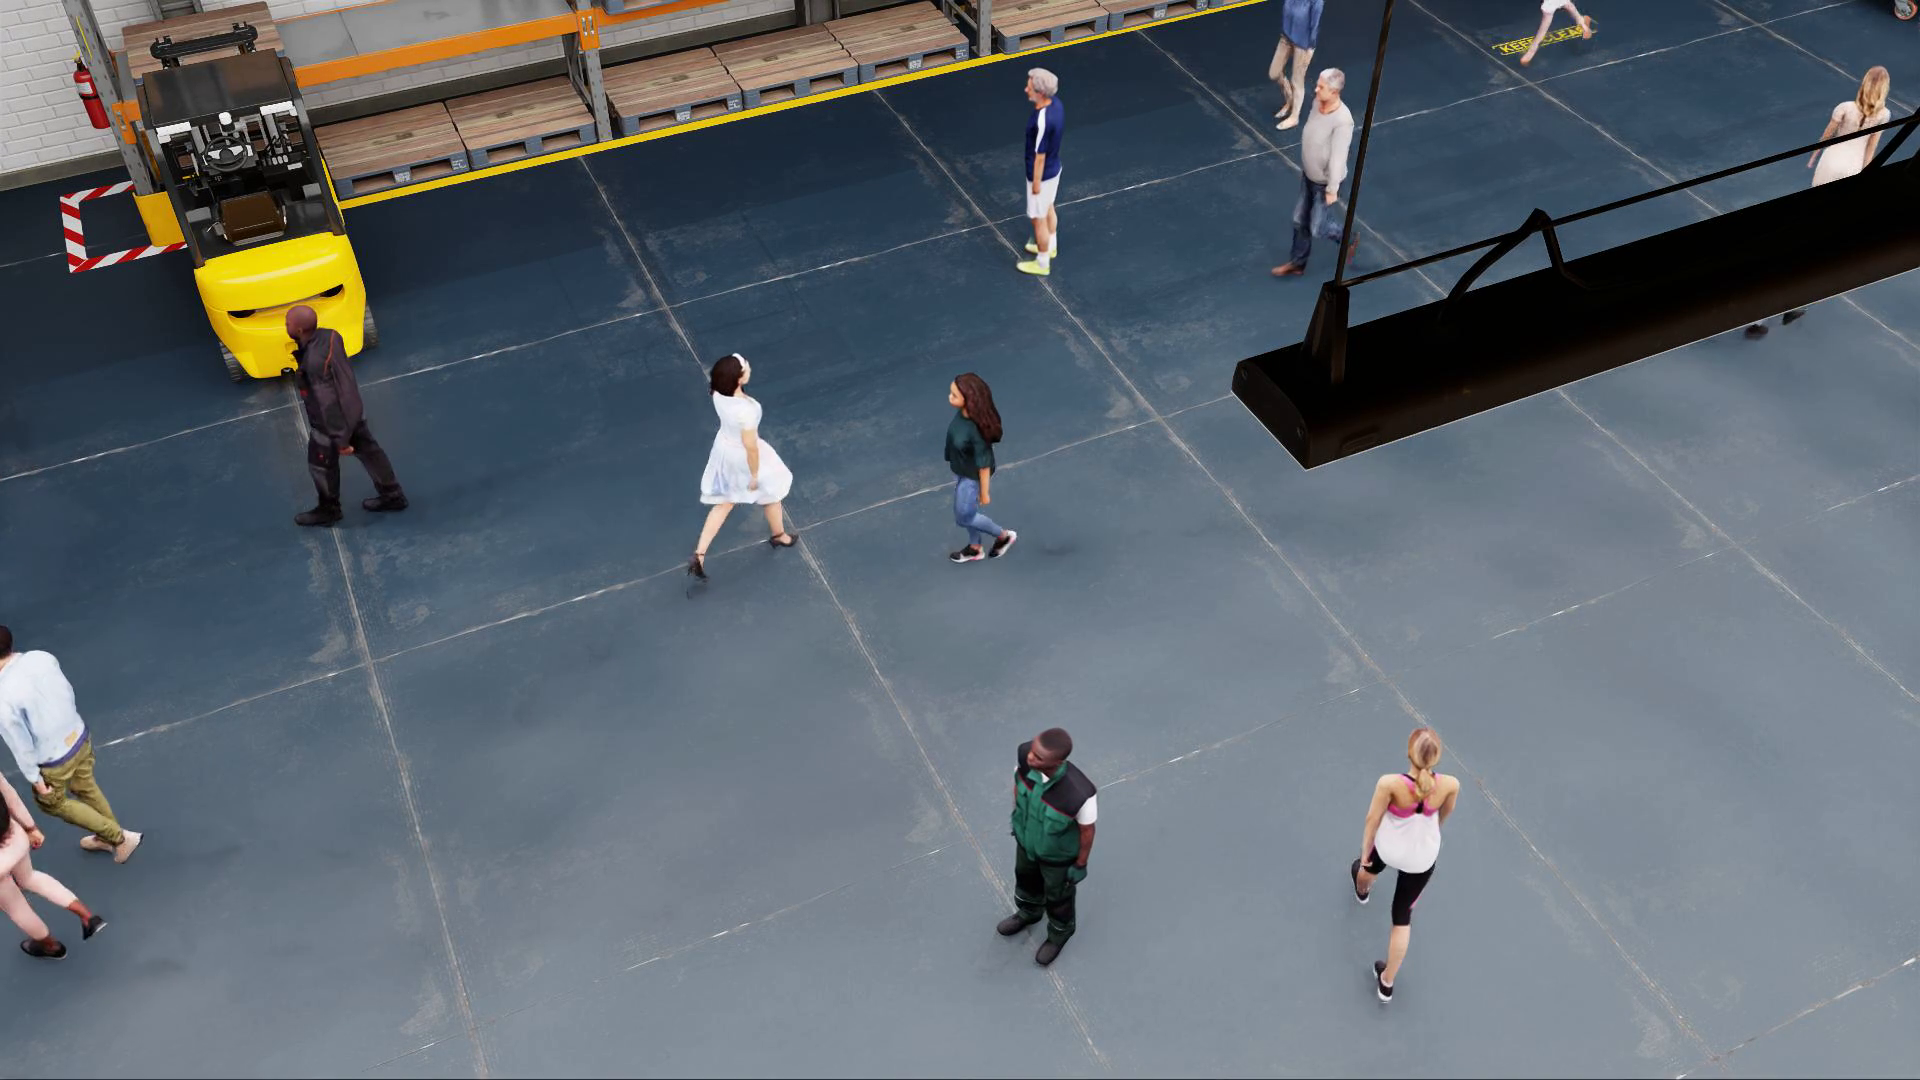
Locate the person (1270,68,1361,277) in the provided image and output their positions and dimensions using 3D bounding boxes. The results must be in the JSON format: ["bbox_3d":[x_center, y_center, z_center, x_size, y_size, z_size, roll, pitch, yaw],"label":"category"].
[{"bbox_3d":[3.021,-2.969,13.575,1.021,1.895,0.807,-12,45,-13],"label":"person"}]

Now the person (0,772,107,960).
[{"bbox_3d":[-5.004,1.698,8.812,0.943,1.709,0.867,8,44,8],"label":"person"}]

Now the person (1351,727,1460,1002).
[{"bbox_3d":[2.352,1.724,8.760,1.158,1.742,1.062,4,44,4],"label":"person"}]

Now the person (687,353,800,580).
[{"bbox_3d":[-1.522,-0.454,11.016,1.227,1.784,0.916,-34,53,-31],"label":"person"}]

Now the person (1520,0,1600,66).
[{"bbox_3d":[6.016,-5.526,16.362,1.096,1.754,0.555,-18,46,-18],"label":"person"}]

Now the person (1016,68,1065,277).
[{"bbox_3d":[0.686,-3.040,13.694,0.750,1.834,0.715,9,44,10],"label":"person"}]

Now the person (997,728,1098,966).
[{"bbox_3d":[0.477,1.587,8.834,0.732,1.838,0.759,-34,53,-30],"label":"person"}]

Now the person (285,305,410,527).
[{"bbox_3d":[-4.168,-0.851,11.419,1.105,1.802,0.926,-3,44,-4],"label":"person"}]

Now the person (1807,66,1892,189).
[{"bbox_3d":[7.202,-2.994,13.666,0.956,1.806,1.005,13,45,14],"label":"person"}]

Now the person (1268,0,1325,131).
[{"bbox_3d":[3.205,-4.619,15.460,0.640,1.685,0.653,-23,48,-22],"label":"person"}]

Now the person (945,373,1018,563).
[{"bbox_3d":[0.161,-0.460,11.154,0.772,1.602,0.675,-8,44,-8],"label":"person"}]

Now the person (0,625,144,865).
[{"bbox_3d":[-4.973,1.177,9.300,0.968,1.789,0.910,3,44,4],"label":"person"}]
